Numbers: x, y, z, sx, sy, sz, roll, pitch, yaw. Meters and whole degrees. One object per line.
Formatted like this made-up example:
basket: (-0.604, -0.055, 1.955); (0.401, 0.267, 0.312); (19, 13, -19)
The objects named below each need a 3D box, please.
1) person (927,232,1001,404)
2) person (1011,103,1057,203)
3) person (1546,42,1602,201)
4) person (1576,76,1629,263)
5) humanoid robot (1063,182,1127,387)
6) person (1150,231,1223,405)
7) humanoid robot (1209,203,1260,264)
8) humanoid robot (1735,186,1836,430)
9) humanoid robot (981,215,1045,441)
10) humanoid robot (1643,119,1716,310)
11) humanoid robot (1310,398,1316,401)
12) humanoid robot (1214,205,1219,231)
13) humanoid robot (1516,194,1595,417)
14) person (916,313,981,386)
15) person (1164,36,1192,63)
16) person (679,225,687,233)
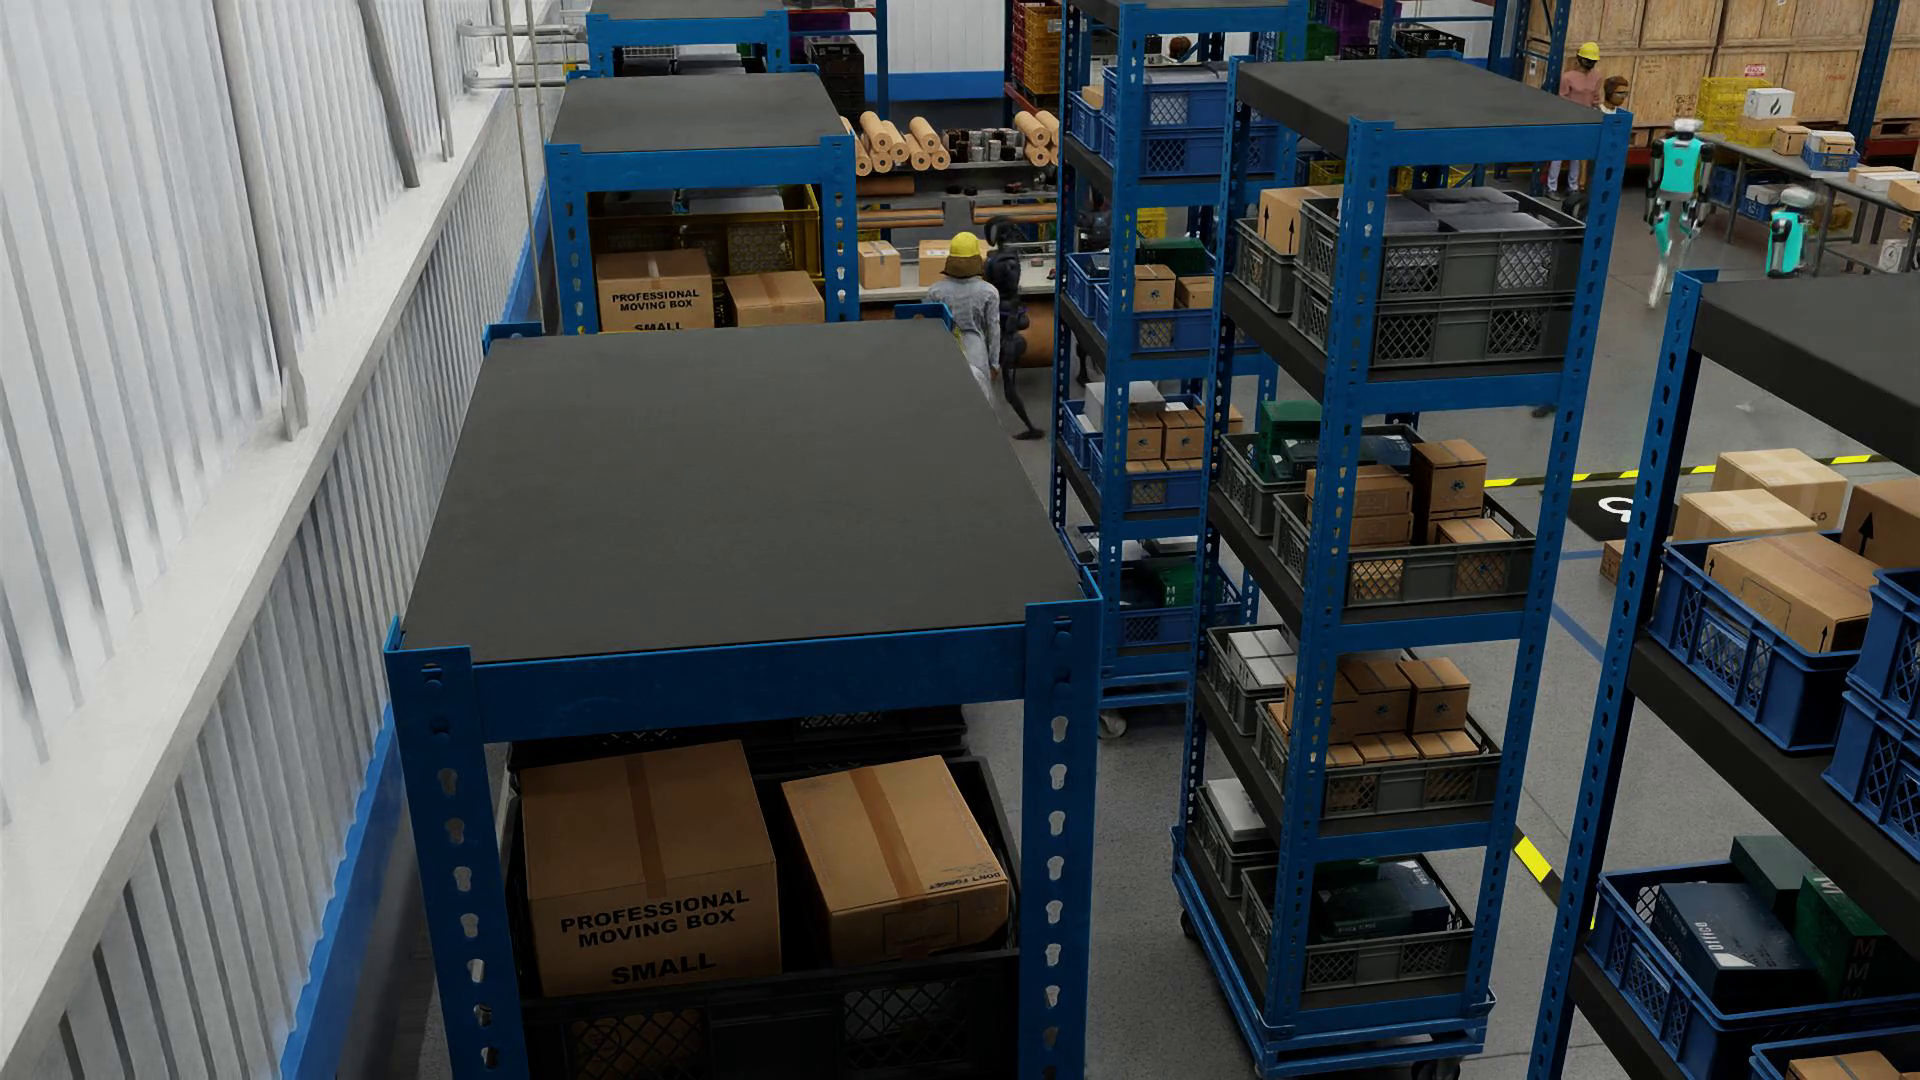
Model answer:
person: (0.025, -1.196, 11.136); (0.492, 1.738, 0.318); (1, 25, 2)
person: (0.876, -4.571, 18.305); (0.888, 1.875, 0.622); (1, 25, 3)
person: (6.952, -4.710, 18.757); (0.522, 1.761, 0.337); (-6, 25, -13)
person: (6.242, -3.599, 16.248); (0.526, 1.837, 0.364); (-12, 27, -25)
humanoid robot: (1.018, -2.034, 13.030); (0.612, 1.642, 0.409); (-6, 25, -13)
person: (1.468, -1.101, 10.796); (0.598, 1.851, 0.384); (-4, 25, -9)
humanoid robot: (2.304, -2.477, 13.997); (0.611, 1.643, 0.344); (19, 31, 35)
humanoid robot: (6.317, -1.659, 12.189); (0.967, 1.772, 0.538); (16, 29, 32)
humanoid robot: (0.295, -1.502, 11.928); (0.565, 1.633, 0.608); (-9, 26, -20)
humanoid robot: (6.462, -2.943, 14.980); (0.544, 1.759, 1.034); (15, 29, 29)
humanoid robot: (2.934, -1.712, 12.284); (0.837, 1.805, 0.542); (-7, 26, -14)
humanoid robot: (2.643, -3.627, 16.437); (0.543, 1.760, 0.967); (0, 25, 1)
humanoid robot: (4.415, -1.766, 12.445); (0.486, 1.641, 0.609); (-19, 31, -35)
person: (-0.133, -0.429, 9.357); (0.572, 1.828, 0.854); (-7, 26, -15)
person: (2.415, -4.700, 18.635); (0.429, 1.839, 0.632); (-7, 26, -15)
person: (-2.449, -2.783, 14.249); (0.647, 2.017, 0.750); (-3, 25, -6)
